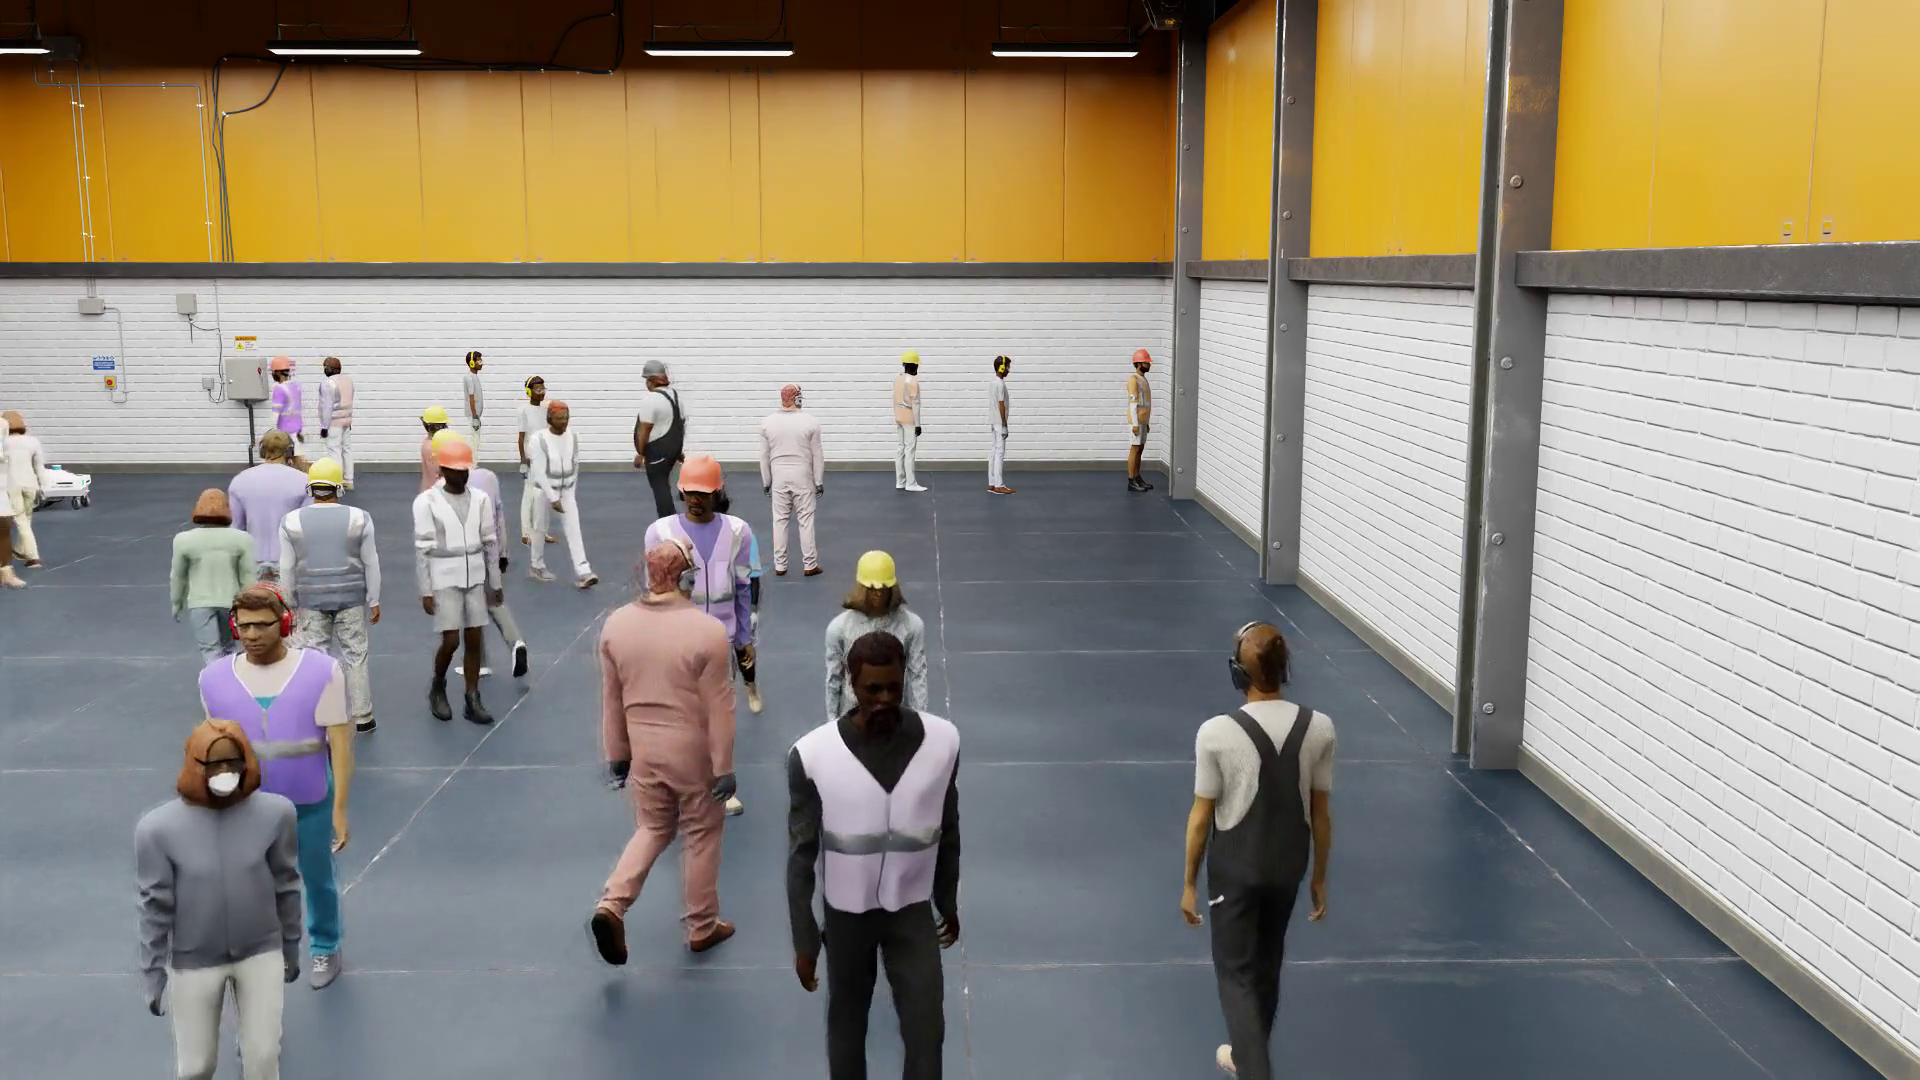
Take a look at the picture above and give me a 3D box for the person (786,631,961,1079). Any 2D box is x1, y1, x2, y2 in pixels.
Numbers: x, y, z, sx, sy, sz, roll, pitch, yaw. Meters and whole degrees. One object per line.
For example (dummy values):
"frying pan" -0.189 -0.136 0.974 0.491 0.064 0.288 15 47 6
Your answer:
"person" -0.240 1.233 5.340 0.617 1.882 0.881 -3 10 -18

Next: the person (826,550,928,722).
"person" -0.420 0.862 8.178 0.483 1.696 0.905 -2 10 -15

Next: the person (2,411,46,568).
"person" -9.653 -0.523 17.013 0.847 1.585 0.508 7 12 36

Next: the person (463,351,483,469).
"person" -6.891 -1.752 23.702 0.318 1.866 0.531 -2 10 -14

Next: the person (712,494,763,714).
"person" -1.542 0.446 10.961 0.539 1.658 0.904 0 9 -1

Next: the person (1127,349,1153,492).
"person" 2.469 -1.636 22.754 0.347 1.943 0.545 4 10 22

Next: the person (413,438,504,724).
"person" -3.327 0.278 11.080 0.564 1.924 0.402 -9 13 -44

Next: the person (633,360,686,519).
"person" -3.410 -1.031 18.746 0.541 2.000 0.697 3 10 17

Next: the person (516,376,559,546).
"person" -4.650 -0.872 18.295 0.327 1.871 0.514 4 10 25

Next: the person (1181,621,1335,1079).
"person" 1.046 1.182 5.857 0.527 1.821 0.783 -2 10 -13

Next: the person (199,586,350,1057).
"person" -2.736 1.061 6.695 0.573 1.792 1.008 -2 9 -11

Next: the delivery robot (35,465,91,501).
"delivery robot" -11.382 -0.702 20.988 0.707 0.478 0.477 -2 9 -13

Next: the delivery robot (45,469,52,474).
"delivery robot" -11.988 -0.773 21.422 0.477 0.478 0.707 1 9 5

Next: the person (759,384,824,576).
"person" -1.644 -0.587 16.455 0.637 1.904 0.403 2 9 10

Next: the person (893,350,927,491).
"person" -0.699 -1.629 22.758 0.377 1.929 0.585 -5 11 -30

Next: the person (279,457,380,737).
"person" -4.051 0.380 10.732 0.603 1.830 0.404 -3 10 -17

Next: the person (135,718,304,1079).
"person" -2.402 1.349 5.431 0.509 1.617 0.610 -6 11 -33

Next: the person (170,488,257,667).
"person" -4.947 0.453 11.057 0.514 1.591 0.870 -6 11 -35

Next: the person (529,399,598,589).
"person" -3.854 -0.434 15.826 0.566 1.806 1.116 -8 13 -42

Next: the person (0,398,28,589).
"person" -9.366 -0.535 15.825 0.924 2.012 0.621 4 10 21

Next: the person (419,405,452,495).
"person" -4.892 -0.378 15.581 0.330 1.767 0.528 -3 10 -19

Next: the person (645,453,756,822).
"person" -1.417 0.533 9.168 0.605 2.038 0.394 -4 10 -24

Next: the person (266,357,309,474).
"person" -8.815 -1.415 21.545 0.960 1.888 0.568 0 9 0

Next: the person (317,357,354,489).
"person" -8.519 -1.571 22.682 0.429 1.842 0.639 2 9 12

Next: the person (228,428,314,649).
"person" -4.828 0.166 11.808 0.657 1.918 0.427 0 9 3

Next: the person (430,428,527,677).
"person" -3.514 0.125 12.159 0.721 1.884 0.644 7 11 35

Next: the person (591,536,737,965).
"person" -1.271 0.929 7.205 0.650 1.887 0.709 4 10 26

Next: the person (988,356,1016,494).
"person" 0.551 -1.557 22.514 0.329 1.865 0.508 -3 10 -16
